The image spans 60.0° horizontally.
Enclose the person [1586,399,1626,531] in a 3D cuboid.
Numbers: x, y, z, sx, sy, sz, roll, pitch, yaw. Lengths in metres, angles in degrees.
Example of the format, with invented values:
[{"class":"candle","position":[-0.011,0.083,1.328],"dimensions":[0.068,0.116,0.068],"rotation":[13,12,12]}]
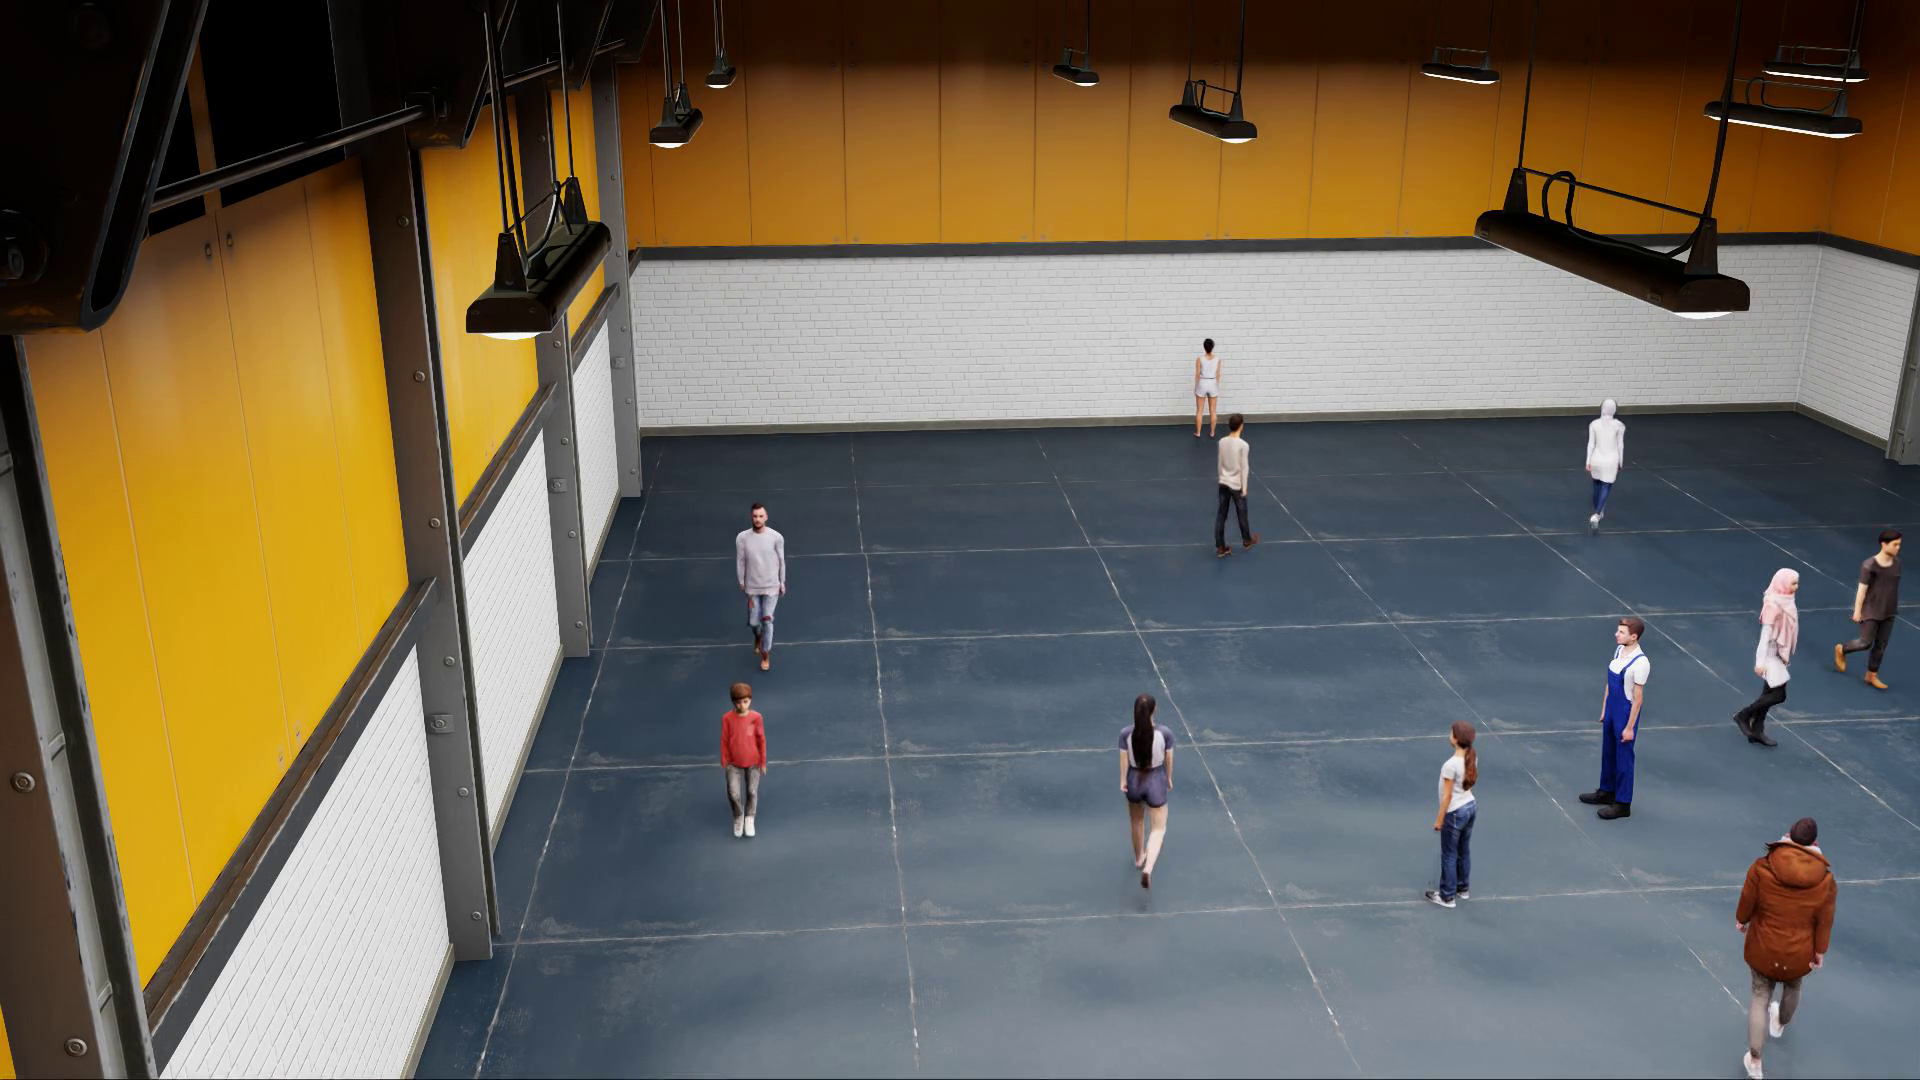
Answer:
[{"class":"person","position":[8.635,-0.992,22.312],"dimensions":[1.043,1.751,1.141],"rotation":[13,23,34]}]

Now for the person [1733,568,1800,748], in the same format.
[{"class":"person","position":[7.713,1.117,15.982],"dimensions":[0.820,1.795,0.876],"rotation":[-18,25,-42]}]

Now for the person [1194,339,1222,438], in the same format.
[{"class":"person","position":[3.999,-2.471,26.910],"dimensions":[0.546,1.620,0.493],"rotation":[-1,19,-3]}]

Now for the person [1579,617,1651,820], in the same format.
[{"class":"person","position":[5.828,1.541,14.636],"dimensions":[0.685,1.850,0.500],"rotation":[-2,19,-7]}]

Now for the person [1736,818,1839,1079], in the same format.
[{"class":"person","position":[5.475,2.765,11.087],"dimensions":[0.971,1.794,1.162],"rotation":[6,20,17]}]

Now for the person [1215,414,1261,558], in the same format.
[{"class":"person","position":[3.426,-0.672,21.230],"dimensions":[1.063,1.835,1.106],"rotation":[17,25,41]}]

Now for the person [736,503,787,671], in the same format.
[{"class":"person","position":[-2.120,0.461,17.871],"dimensions":[0.693,1.830,0.775],"rotation":[0,19,-1]}]

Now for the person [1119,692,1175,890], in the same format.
[{"class":"person","position":[1.516,2.042,13.492],"dimensions":[0.797,1.630,1.016],"rotation":[4,19,13]}]

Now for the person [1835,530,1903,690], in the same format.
[{"class":"person","position":[9.545,0.691,17.394],"dimensions":[0.723,1.700,0.930],"rotation":[-5,19,-16]}]

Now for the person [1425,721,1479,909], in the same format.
[{"class":"person","position":[3.957,2.160,13.248],"dimensions":[0.621,1.562,0.651],"rotation":[-14,23,-35]}]

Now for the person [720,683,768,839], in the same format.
[{"class":"person","position":[-1.873,1.867,14.357],"dimensions":[0.544,1.410,0.517],"rotation":[-2,19,-7]}]
